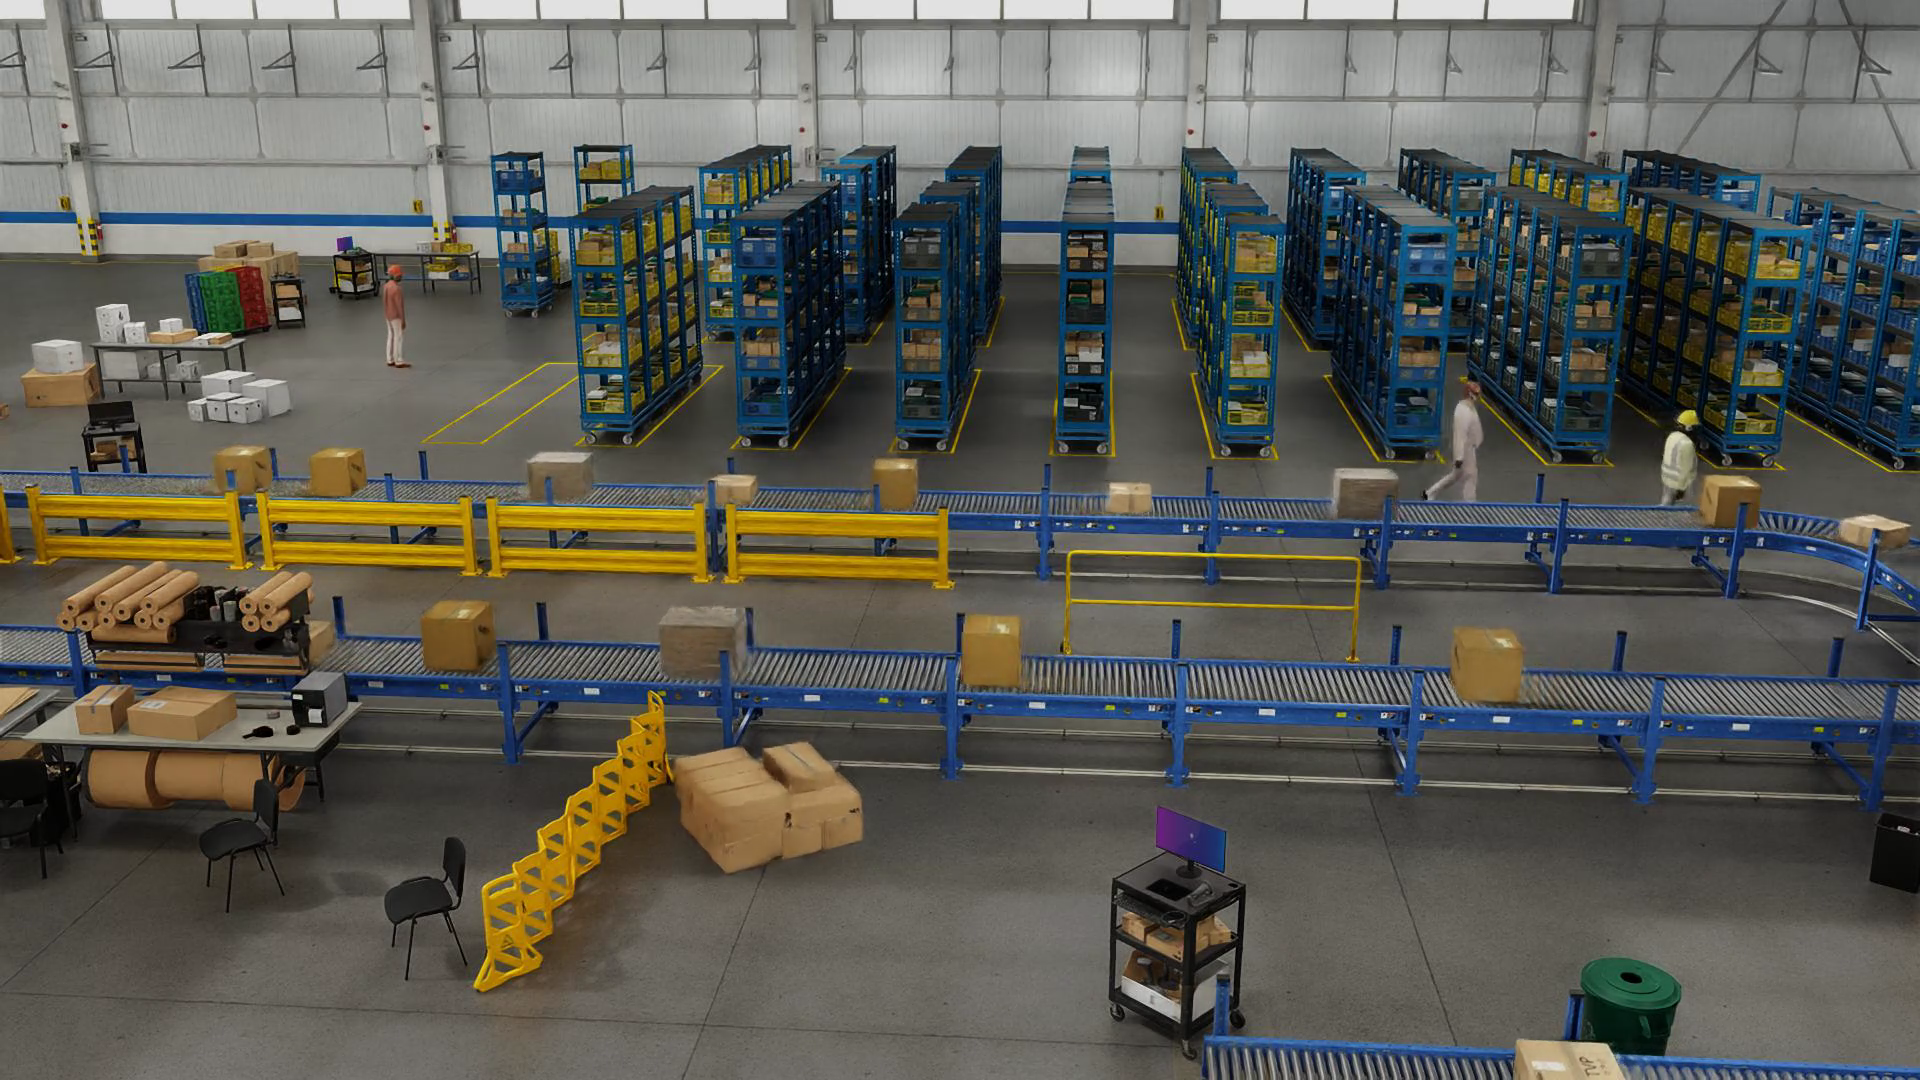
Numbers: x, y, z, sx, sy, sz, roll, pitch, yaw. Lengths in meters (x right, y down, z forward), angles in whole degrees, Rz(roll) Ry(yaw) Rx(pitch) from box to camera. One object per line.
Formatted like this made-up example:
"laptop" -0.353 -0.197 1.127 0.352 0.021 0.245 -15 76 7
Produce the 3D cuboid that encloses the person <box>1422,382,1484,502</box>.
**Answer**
"person" 6.725 -1.217 22.340 0.810 1.883 0.650 5 18 15

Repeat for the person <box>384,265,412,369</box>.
"person" -10.787 -4.273 31.892 0.437 1.981 0.632 -16 23 -41

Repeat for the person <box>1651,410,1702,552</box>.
"person" 9.155 -0.748 20.968 0.706 1.805 0.614 0 17 1
